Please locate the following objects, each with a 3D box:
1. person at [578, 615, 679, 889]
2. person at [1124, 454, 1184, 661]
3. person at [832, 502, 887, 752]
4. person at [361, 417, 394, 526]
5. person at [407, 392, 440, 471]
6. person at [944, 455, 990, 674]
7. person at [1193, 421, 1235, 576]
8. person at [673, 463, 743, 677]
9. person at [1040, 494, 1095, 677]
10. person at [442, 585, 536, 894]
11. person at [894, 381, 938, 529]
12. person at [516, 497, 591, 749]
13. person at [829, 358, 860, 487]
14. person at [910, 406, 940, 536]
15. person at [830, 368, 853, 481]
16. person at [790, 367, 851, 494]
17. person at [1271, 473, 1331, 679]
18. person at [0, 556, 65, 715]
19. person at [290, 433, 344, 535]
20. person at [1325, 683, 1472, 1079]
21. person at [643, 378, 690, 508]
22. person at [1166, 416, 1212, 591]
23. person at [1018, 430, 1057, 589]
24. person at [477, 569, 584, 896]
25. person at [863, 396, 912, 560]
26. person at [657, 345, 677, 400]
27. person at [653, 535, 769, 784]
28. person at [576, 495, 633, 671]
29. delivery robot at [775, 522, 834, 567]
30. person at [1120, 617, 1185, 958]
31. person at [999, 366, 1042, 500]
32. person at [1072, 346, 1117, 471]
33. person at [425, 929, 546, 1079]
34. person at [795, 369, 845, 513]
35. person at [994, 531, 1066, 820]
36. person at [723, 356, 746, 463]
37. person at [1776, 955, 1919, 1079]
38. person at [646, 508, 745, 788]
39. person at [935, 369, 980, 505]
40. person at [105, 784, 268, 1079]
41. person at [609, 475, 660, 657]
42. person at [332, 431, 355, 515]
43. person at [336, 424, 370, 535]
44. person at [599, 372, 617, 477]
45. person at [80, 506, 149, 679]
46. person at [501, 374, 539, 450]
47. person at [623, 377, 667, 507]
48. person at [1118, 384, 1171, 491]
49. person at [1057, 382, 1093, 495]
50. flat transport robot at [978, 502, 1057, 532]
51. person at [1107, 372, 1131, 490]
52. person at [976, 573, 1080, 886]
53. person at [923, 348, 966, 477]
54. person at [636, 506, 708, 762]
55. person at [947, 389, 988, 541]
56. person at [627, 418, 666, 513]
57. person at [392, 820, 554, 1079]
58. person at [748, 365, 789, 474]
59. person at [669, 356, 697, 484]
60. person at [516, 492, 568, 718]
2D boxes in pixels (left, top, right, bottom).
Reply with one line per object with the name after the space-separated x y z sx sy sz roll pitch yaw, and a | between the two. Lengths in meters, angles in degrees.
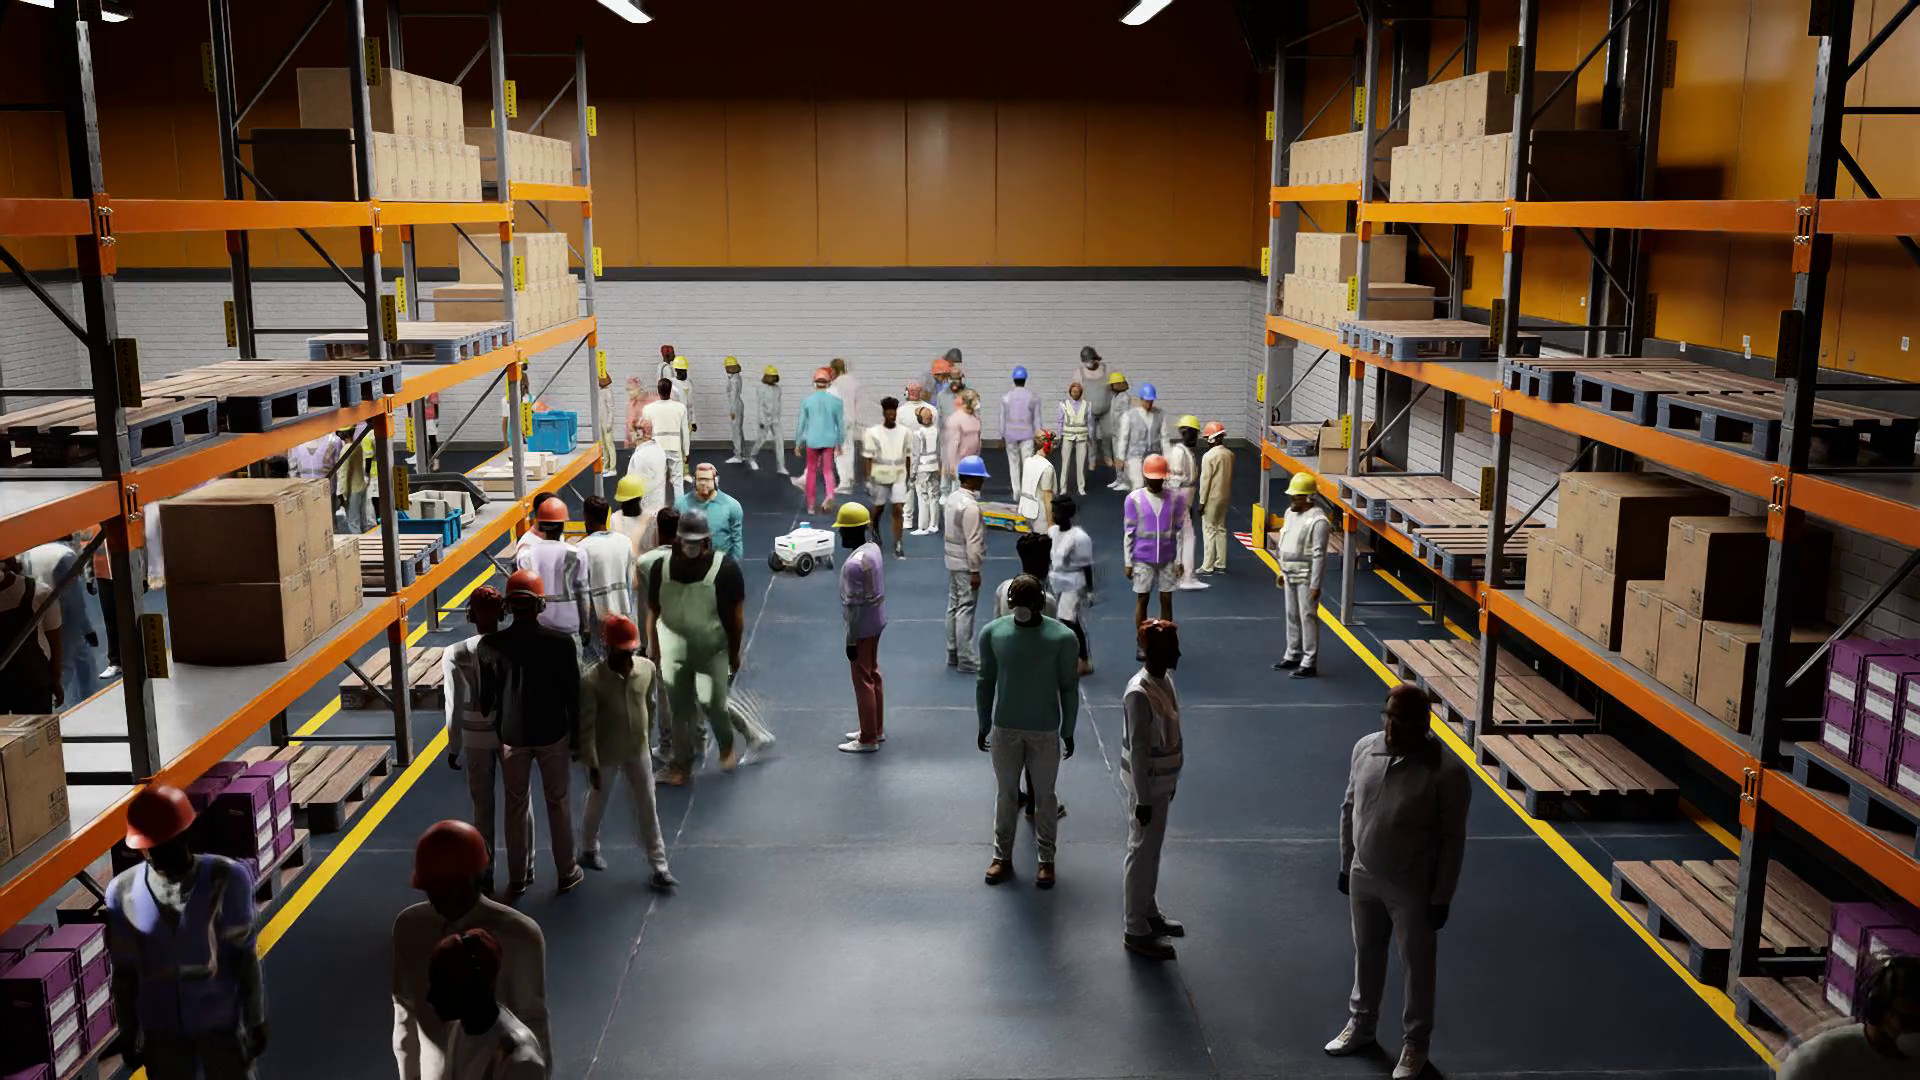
-2.085 1.267 10.146 0.592 1.695 0.913 -9 14 -37 | person
1.767 0.161 15.130 0.553 1.923 0.391 -1 11 -4 | person
-0.768 0.659 12.651 0.395 1.919 0.582 3 12 13 | person
-7.200 -0.814 20.581 0.318 1.697 0.535 3 12 14 | person
-8.428 -1.913 26.132 0.546 1.690 0.321 1 11 5 | person
0.060 0.212 14.812 0.403 1.943 0.606 -3 12 -17 | person
2.855 -0.468 18.750 0.352 1.737 0.570 9 15 39 | person
-2.230 0.265 14.629 0.642 1.913 0.410 0 11 0 | person
0.846 0.433 14.393 0.851 1.654 0.555 -8 14 -34 | person
-2.810 1.196 10.034 0.574 1.883 0.356 -7 13 -32 | person
-0.596 -1.092 21.443 0.638 1.911 0.406 -6 13 -27 | person
-3.099 0.634 12.753 0.547 1.928 0.410 1 11 5 | person
-1.705 -1.734 24.677 0.446 1.928 0.680 7 14 33 | person
-0.438 -0.872 21.011 0.311 1.642 0.512 8 14 36 | person
-1.810 -1.773 25.246 0.331 1.750 0.563 -6 13 -28 | person
-1.996 -1.591 24.142 1.003 1.828 0.578 7 13 32 | person
3.001 0.308 14.639 0.403 1.830 0.593 -4 12 -18 | person
-6.251 0.941 10.914 0.674 2.000 0.535 -5 12 -24 | person
-7.272 -0.577 18.838 0.585 1.917 0.382 -1 11 -3 | person
2.065 1.605 7.912 0.410 1.913 0.642 -11 15 -43 | person
-3.827 -1.154 21.725 0.587 1.920 0.391 -1 11 -7 | person
2.520 -0.390 18.032 0.651 1.869 0.662 4 12 21 | person
0.821 -0.225 17.285 0.394 1.836 0.560 -4 12 -19 | person
-2.557 1.157 9.968 0.608 1.987 0.388 -1 11 -6 | person
-0.880 -0.780 19.866 0.612 1.928 0.979 -3 12 -16 | person
-4.816 -2.271 27.412 0.338 1.882 0.583 -5 12 -25 | person
-1.844 0.822 12.071 0.952 1.825 0.488 -5 12 -25 | person
-2.775 0.597 12.990 0.404 1.906 0.598 7 13 30 | person
-1.766 0.039 18.941 0.477 0.478 0.707 9 15 38 | delivery robot
1.075 1.354 9.239 0.353 1.883 0.578 4 12 19 | person
0.841 -1.471 23.317 0.610 1.925 0.662 1 11 3 | person
2.114 -2.095 26.138 0.734 2.000 0.682 1 11 5 | person
-1.484 2.133 5.367 0.365 1.878 0.582 -8 14 -35 | person
-1.870 -1.304 22.383 0.680 1.957 0.706 -3 12 -13 | person
0.465 0.908 11.268 0.369 1.965 0.609 -7 13 -32 | person
-3.680 -2.124 27.058 0.328 1.737 0.486 0 11 1 | person
2.837 2.182 5.044 0.638 1.902 0.882 -1 11 -5 | person
-1.912 0.748 11.880 0.699 2.000 0.535 2 11 11 | person
-0.058 -1.421 23.093 0.642 1.909 0.410 2 11 10 | person
-3.039 1.860 6.596 0.573 1.925 0.533 -2 11 -9 | person
-2.737 0.335 14.413 0.596 1.878 0.992 8 14 34 | person
-8.334 -1.199 22.419 0.321 1.737 0.483 2 11 11 | person
-7.000 -0.552 19.109 0.341 1.760 0.525 0 11 0 | person
-5.491 -1.797 25.669 0.279 1.633 0.505 -8 14 -35 | person
-7.388 0.280 14.553 0.581 1.919 0.393 0 11 -1 | person
-6.078 -1.388 23.086 0.506 1.846 0.348 -4 12 -19 | person
-4.333 -1.272 22.462 0.856 1.855 0.665 -9 14 -39 | person
2.375 -1.043 21.233 0.612 1.884 0.988 -4 12 -19 | person
1.651 -1.448 23.909 0.521 1.636 0.311 -1 11 -5 | person
0.586 -0.315 21.667 1.431 0.197 0.652 9 14 37 | flat transport robot
2.328 -1.605 24.467 0.324 1.730 0.489 -4 12 -18 | person
0.403 1.148 10.132 0.636 1.938 0.358 3 12 13 | person
-0.204 -1.979 25.557 0.705 2.000 0.911 -9 14 -37 | person
-2.128 0.704 12.451 0.594 1.911 0.407 -8 14 -33 | person
0.047 -0.906 20.547 0.517 1.902 0.740 8 14 36 | person
-3.362 -0.357 17.763 0.403 1.906 0.651 1 11 6 | person
-1.773 1.948 6.013 0.620 1.986 0.409 3 12 15 | person
-3.014 -1.900 26.013 0.494 1.707 0.856 -10 15 -41 | person
-4.160 -1.790 24.894 0.381 1.924 0.593 8 14 33 | person
-3.289 0.557 13.185 0.412 1.906 0.602 3 12 13 | person
